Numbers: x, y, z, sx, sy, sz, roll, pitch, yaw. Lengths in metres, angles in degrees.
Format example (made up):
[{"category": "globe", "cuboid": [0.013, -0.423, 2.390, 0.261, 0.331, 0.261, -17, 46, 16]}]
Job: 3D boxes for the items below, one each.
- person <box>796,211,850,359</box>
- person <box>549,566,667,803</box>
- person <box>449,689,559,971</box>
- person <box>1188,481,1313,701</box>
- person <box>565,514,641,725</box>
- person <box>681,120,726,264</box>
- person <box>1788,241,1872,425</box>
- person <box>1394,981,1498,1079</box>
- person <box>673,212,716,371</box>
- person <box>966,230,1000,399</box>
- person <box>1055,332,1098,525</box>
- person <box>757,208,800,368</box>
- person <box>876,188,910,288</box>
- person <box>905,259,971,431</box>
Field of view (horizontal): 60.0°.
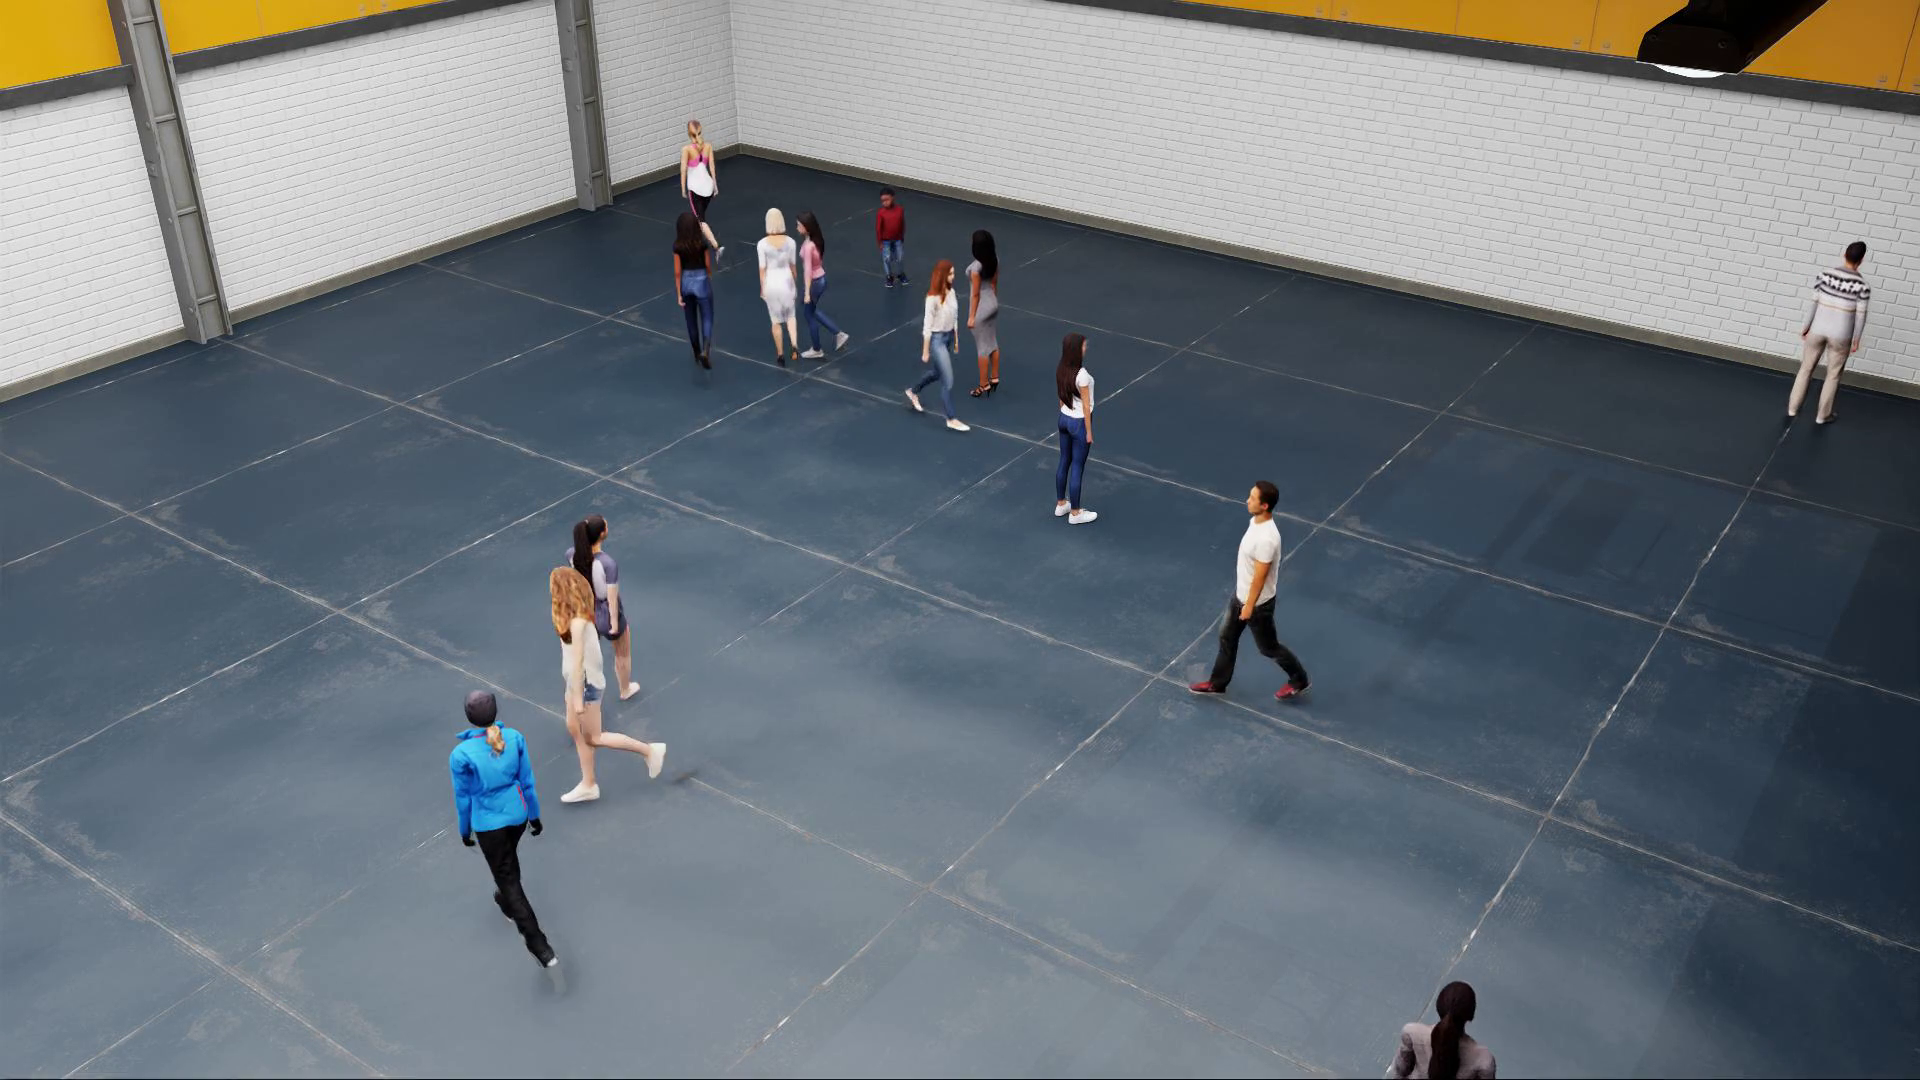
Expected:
[{"category": "person", "cuboid": [-1.495, -2.715, 17.855, 0.889, 1.716, 0.853, 5, 29, 9]}, {"category": "person", "cuboid": [-2.388, 0.973, 11.078, 1.056, 1.732, 0.942, -10, 30, -18]}, {"category": "person", "cuboid": [-2.631, 1.720, 9.689, 1.210, 1.750, 0.951, -19, 34, -31]}, {"category": "person", "cuboid": [2.236, 0.420, 12.052, 1.167, 1.771, 1.149, -3, 29, -5]}, {"category": "person", "cuboid": [-2.621, 0.610, 11.867, 0.742, 1.613, 1.086, 11, 30, 19]}, {"category": "person", "cuboid": [-3.195, -4.309, 20.737, 1.141, 1.754, 0.930, -19, 34, -31]}, {"category": "person", "cuboid": [8.642, -2.057, 16.501, 0.734, 1.858, 0.636, 25, 37, 37]}, {"category": "person", "cuboid": [2.215, 2.791, 7.811, 0.622, 1.669, 0.653, 18, 33, 30]}, {"category": "person", "cuboid": [-2.792, -2.598, 17.639, 0.941, 1.719, 1.019, -4, 29, -8]}, {"category": "person", "cuboid": [0.258, -2.322, 17.069, 0.635, 1.780, 0.454, 19, 34, 31]}, {"category": "person", "cuboid": [1.000, -0.992, 14.636, 0.658, 1.775, 0.663, -15, 32, -26]}, {"category": "person", "cuboid": [-1.906, -2.648, 17.705, 0.749, 1.742, 0.805, -7, 29, -13]}, {"category": "person", "cuboid": [-0.821, -3.669, 20.105, 0.632, 1.237, 0.698, -13, 31, -23]}, {"category": "person", "cuboid": [-0.260, -1.956, 16.490, 0.655, 1.691, 1.031, 20, 34, 32]}]
